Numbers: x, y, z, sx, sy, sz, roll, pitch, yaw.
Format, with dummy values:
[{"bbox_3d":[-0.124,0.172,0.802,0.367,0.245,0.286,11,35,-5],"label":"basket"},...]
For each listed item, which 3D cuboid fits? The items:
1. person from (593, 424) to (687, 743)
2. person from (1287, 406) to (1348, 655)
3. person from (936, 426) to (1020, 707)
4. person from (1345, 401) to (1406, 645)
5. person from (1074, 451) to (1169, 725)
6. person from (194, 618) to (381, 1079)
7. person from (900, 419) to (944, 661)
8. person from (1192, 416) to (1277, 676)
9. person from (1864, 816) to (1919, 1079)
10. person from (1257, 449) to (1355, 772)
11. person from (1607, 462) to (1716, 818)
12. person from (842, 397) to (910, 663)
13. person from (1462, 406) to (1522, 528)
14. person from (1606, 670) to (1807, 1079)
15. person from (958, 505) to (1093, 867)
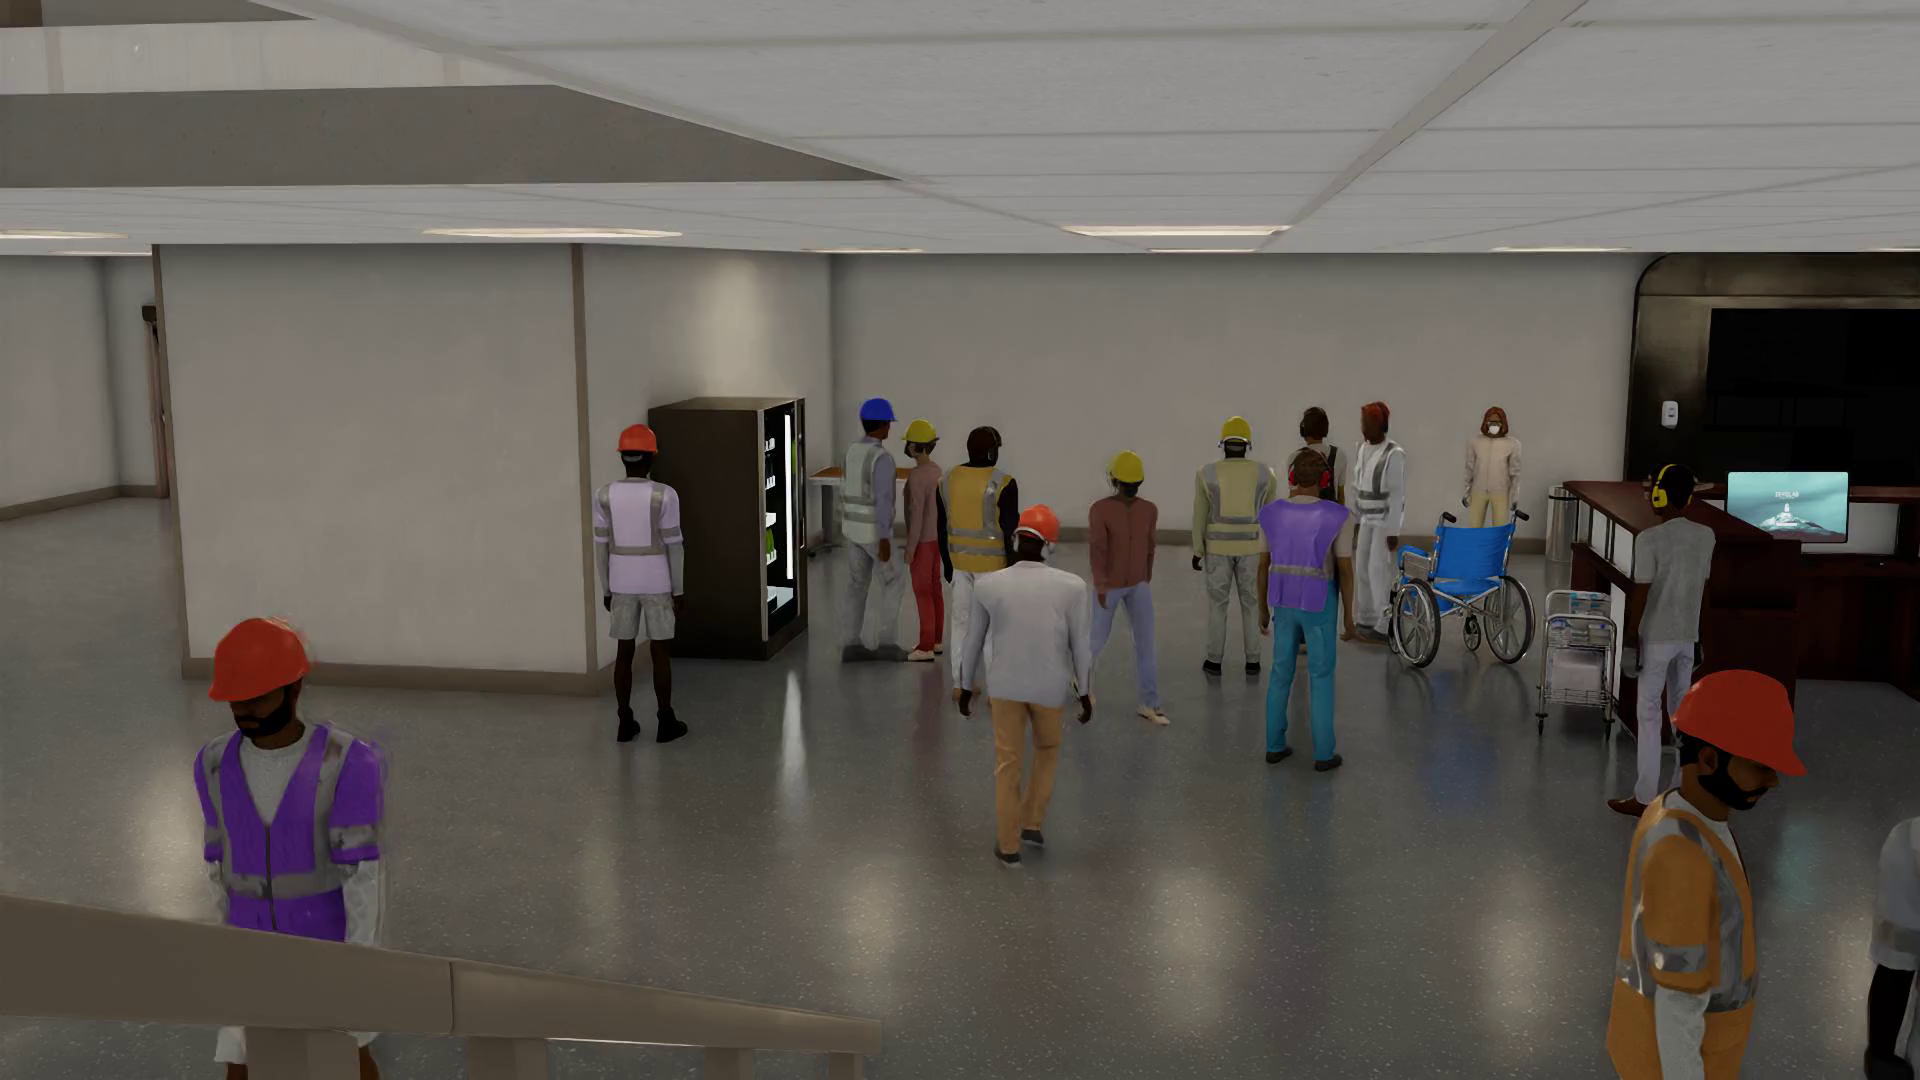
[{"bbox_3d":[-1.917,0.265,10.037,0.543,1.934,0.362,1,9,8],"label":"person"},{"bbox_3d":[2.617,-0.068,12.355,0.504,1.847,0.344,-4,10,-22],"label":"person"},{"bbox_3d":[0.153,0.171,10.912,0.637,1.840,0.429,7,11,35],"label":"person"},{"bbox_3d":[3.177,-0.130,12.685,0.385,1.869,0.659,-2,10,-15],"label":"person"},{"bbox_3d":[1.014,0.271,10.673,0.526,1.724,0.848,-4,10,-22],"label":"person"},{"bbox_3d":[-1.894,1.163,4.635,0.550,1.891,0.963,0,9,1],"label":"person"},{"bbox_3d":[-0.281,0.003,12.158,0.305,1.772,0.527,3,10,17],"label":"person"},{"bbox_3d":[1.922,0.045,11.707,0.600,1.829,0.404,0,9,-1],"label":"person"},{"bbox_3d":[2.404,1.266,3.815,0.612,1.953,0.389,6,11,31],"label":"person"},{"bbox_3d":[1.960,0.402,9.509,0.566,1.836,0.382,6,11,34],"label":"person"},{"bbox_3d":[3.657,0.530,8.635,0.509,1.862,0.328,-4,10,-21],"label":"person"},{"bbox_3d":[-0.624,-0.063,12.055,0.565,1.927,0.646,-6,11,-31],"label":"person"},{"bbox_3d":[4.825,-0.401,15.114,0.504,1.627,0.285,5,10,27],"label":"person"},{"bbox_3d":[1.756,1.249,3.991,0.384,1.927,0.543,4,10,24],"label":"person"},{"bbox_3d":[0.312,0.696,8.029,0.654,1.718,0.534,1,9,4],"label":"person"}]
